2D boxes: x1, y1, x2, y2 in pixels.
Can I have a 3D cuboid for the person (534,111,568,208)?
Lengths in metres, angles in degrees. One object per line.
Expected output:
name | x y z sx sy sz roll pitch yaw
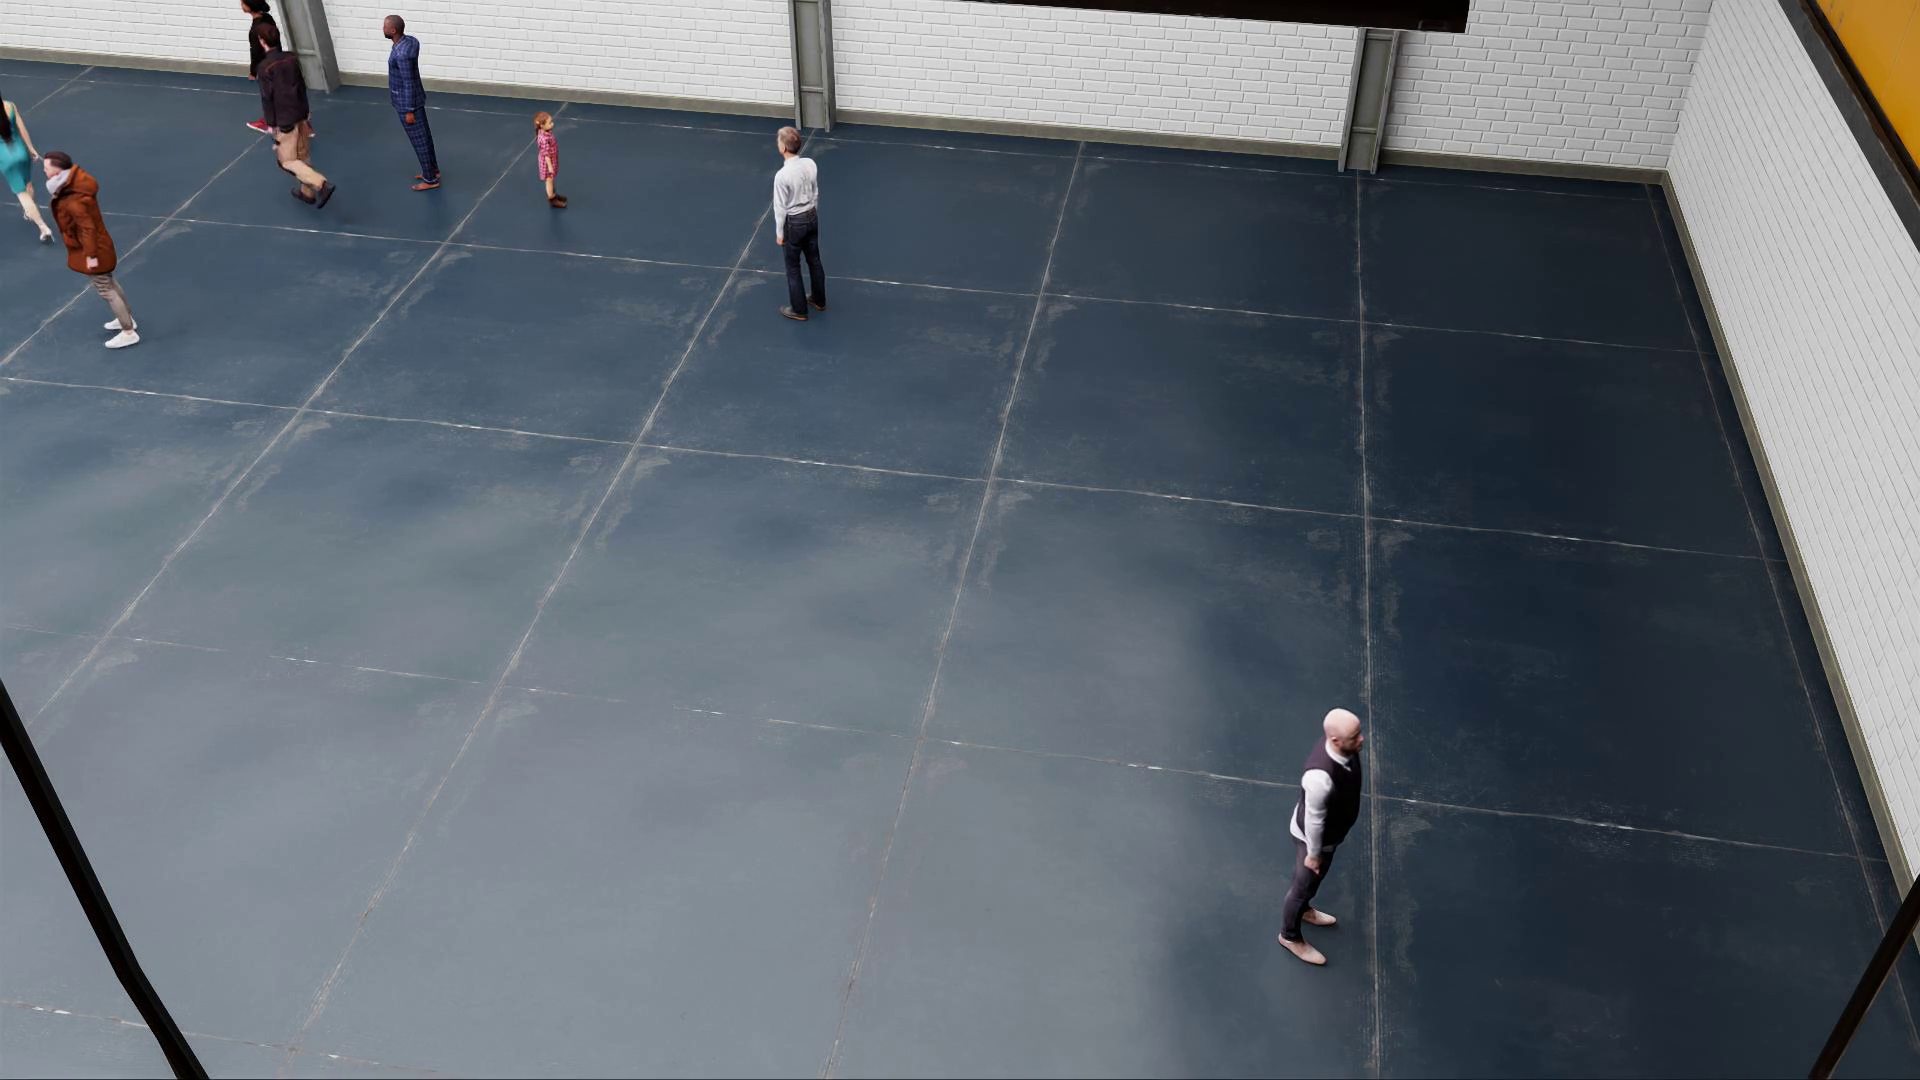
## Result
person | -4.196 -3.893 16.952 0.506 1.021 0.477 -6 39 -7

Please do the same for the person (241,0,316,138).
person | -7.345 -5.100 17.964 1.021 1.645 0.708 0 39 0

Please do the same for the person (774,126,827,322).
person | -1.456 -2.861 15.023 0.739 1.816 0.731 28 46 31

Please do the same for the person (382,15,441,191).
person | -5.637 -4.506 17.076 0.724 1.824 0.752 -5 39 -6

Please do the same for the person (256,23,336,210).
person | -6.651 -4.180 16.599 1.043 1.910 0.855 17 42 20

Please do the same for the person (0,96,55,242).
person | -9.181 -3.668 16.170 1.035 1.645 0.855 26 45 29

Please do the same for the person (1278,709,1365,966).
person | 2.037 1.635 9.388 0.677 1.824 0.741 15 41 18

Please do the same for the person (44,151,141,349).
person | -7.638 -2.576 14.649 0.874 1.836 0.843 -14 41 -17
